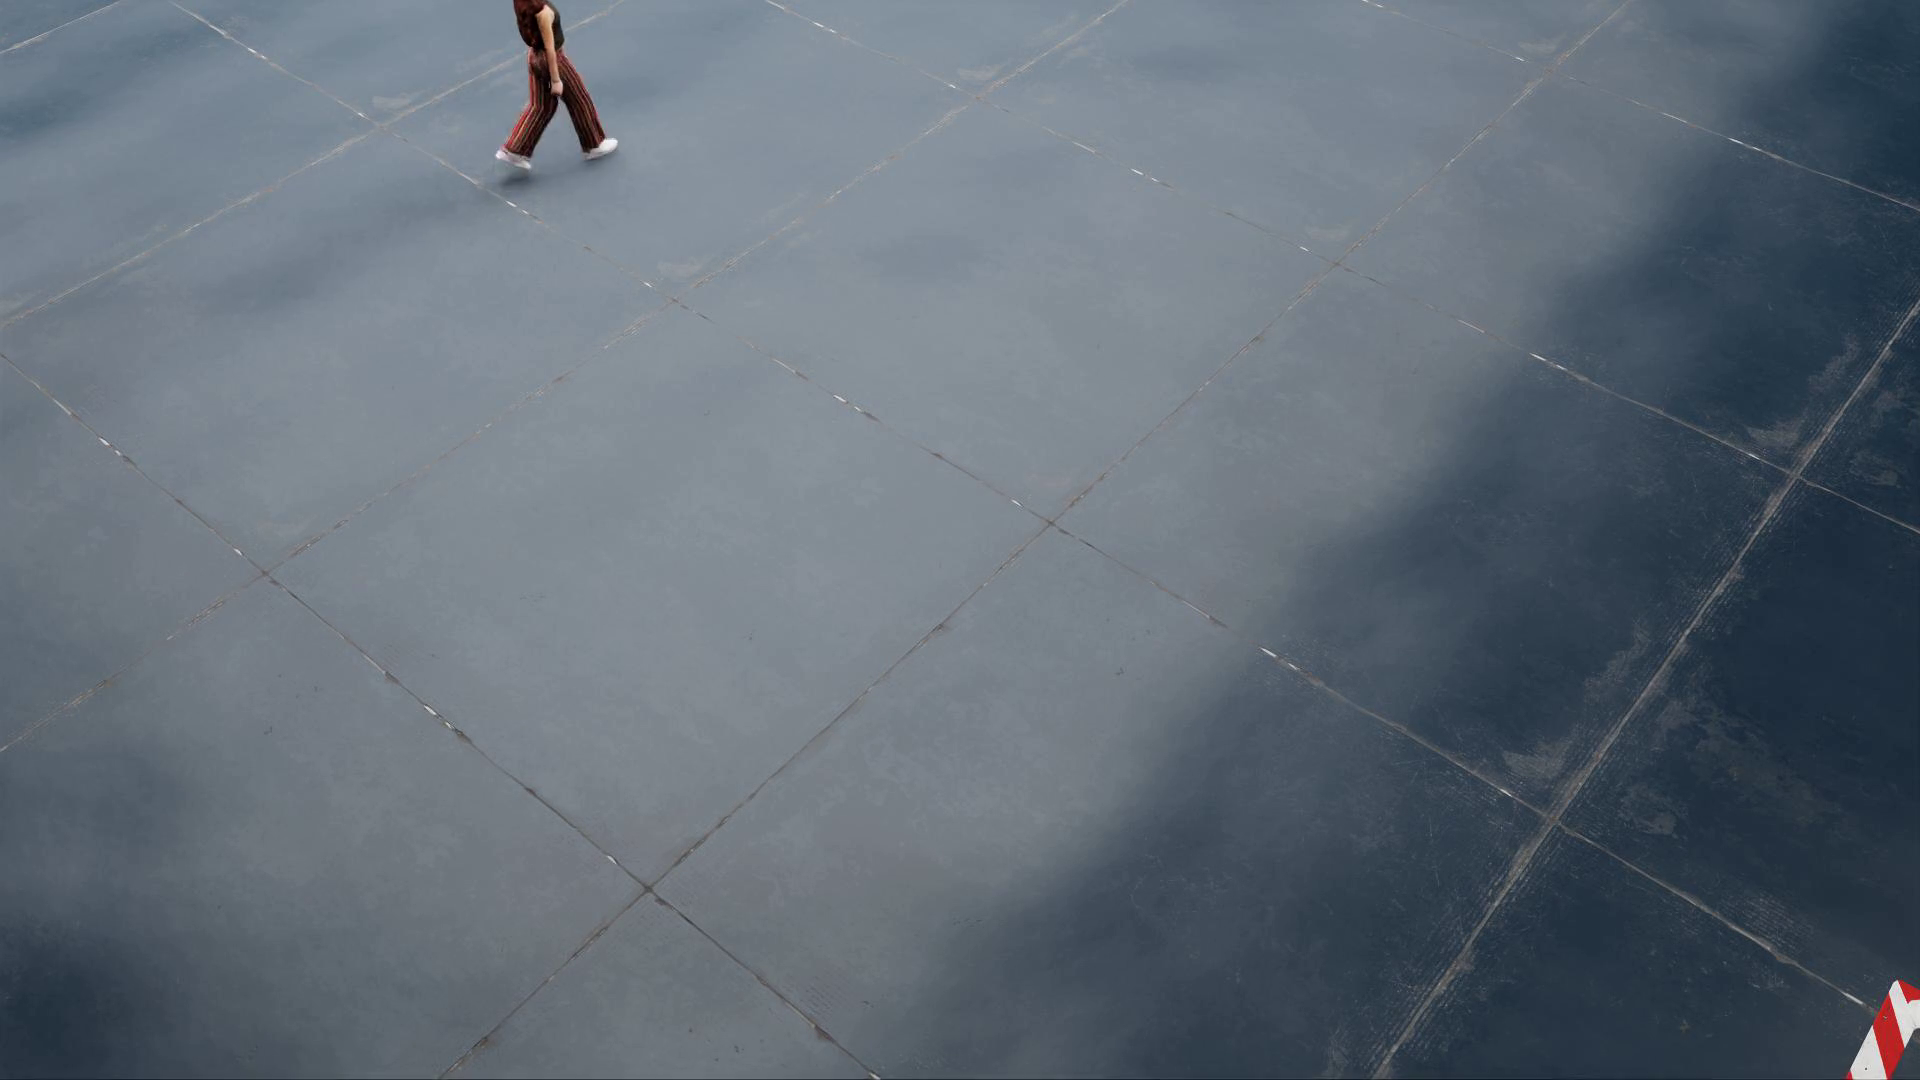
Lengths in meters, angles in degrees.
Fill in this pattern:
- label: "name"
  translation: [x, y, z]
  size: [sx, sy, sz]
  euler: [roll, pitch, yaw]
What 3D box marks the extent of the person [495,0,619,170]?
- label: "person"
  translation: [-2.766, -3.087, 10.874]
  size: [0.857, 1.535, 1.062]
  euler: [-24, 52, -20]
